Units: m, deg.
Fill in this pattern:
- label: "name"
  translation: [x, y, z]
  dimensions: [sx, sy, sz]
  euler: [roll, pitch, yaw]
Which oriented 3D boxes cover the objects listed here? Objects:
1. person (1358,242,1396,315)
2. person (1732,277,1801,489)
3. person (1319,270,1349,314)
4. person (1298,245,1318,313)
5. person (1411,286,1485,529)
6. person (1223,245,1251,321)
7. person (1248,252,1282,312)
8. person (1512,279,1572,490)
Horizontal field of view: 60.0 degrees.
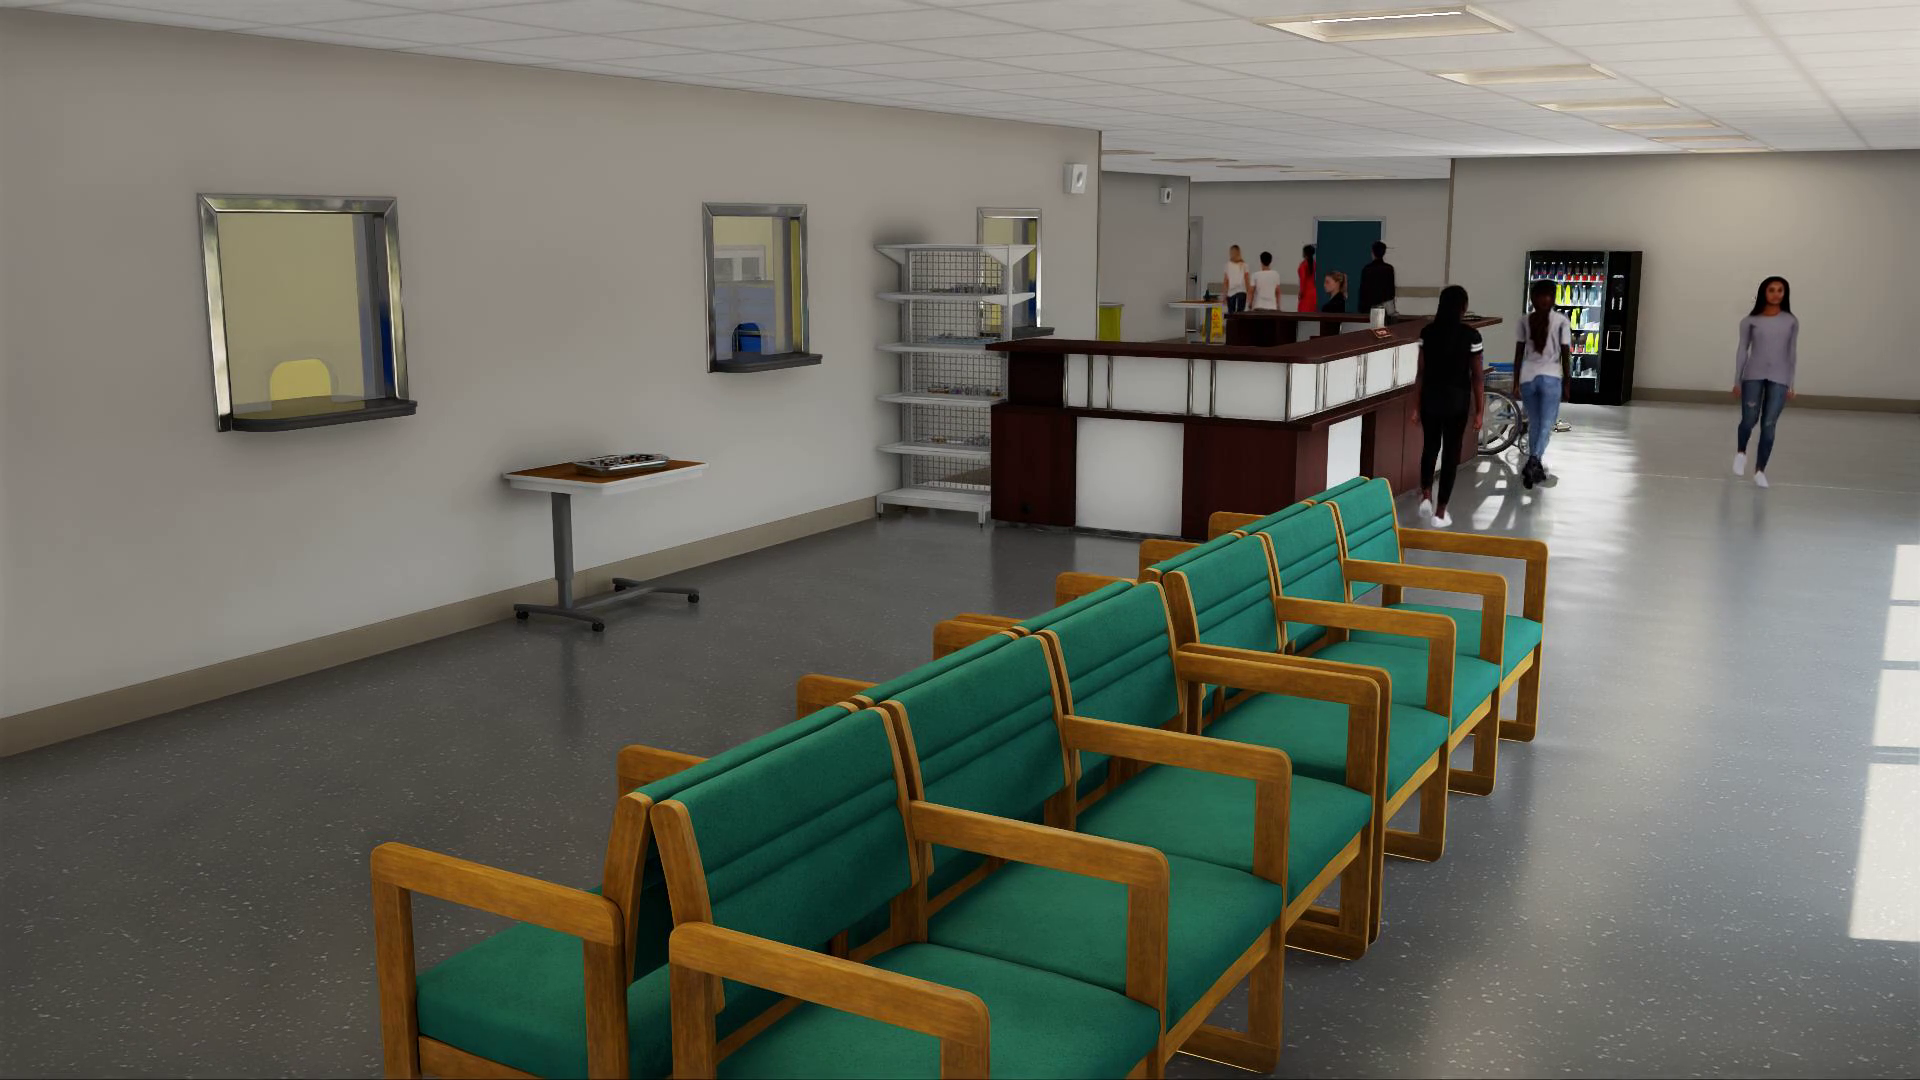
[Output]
- label: "person"
  translation: [5.676, -3.077, 22.598]
  dimensions: [0.805, 1.914, 0.889]
  euler: [-2, 11, -8]
- label: "person"
  translation: [6.658, -1.310, 13.800]
  dimensions: [0.758, 1.723, 0.788]
  euler: [2, 11, 12]
- label: "person"
  translation: [3.870, -1.863, 16.843]
  dimensions: [1.099, 1.675, 0.888]
  euler: [1, 11, 4]
- label: "person"
  translation: [6.326, -4.389, 29.914]
  dimensions: [1.003, 1.765, 0.746]
  euler: [10, 14, 42]
- label: "person"
  translation: [3.420, -0.930, 11.796]
  dimensions: [0.573, 1.725, 0.704]
  euler: [7, 13, 32]
- label: "person"
  translation: [4.803, -4.191, 28.893]
  dimensions: [1.212, 1.756, 0.904]
  euler: [3, 11, 16]
- label: "person"
  translation: [4.834, -3.684, 26.329]
  dimensions: [1.084, 1.685, 1.003]
  euler: [1, 11, 5]
- label: "person"
  translation: [4.697, -1.228, 13.463]
  dimensions: [1.050, 1.688, 0.697]
  euler: [7, 13, 33]
